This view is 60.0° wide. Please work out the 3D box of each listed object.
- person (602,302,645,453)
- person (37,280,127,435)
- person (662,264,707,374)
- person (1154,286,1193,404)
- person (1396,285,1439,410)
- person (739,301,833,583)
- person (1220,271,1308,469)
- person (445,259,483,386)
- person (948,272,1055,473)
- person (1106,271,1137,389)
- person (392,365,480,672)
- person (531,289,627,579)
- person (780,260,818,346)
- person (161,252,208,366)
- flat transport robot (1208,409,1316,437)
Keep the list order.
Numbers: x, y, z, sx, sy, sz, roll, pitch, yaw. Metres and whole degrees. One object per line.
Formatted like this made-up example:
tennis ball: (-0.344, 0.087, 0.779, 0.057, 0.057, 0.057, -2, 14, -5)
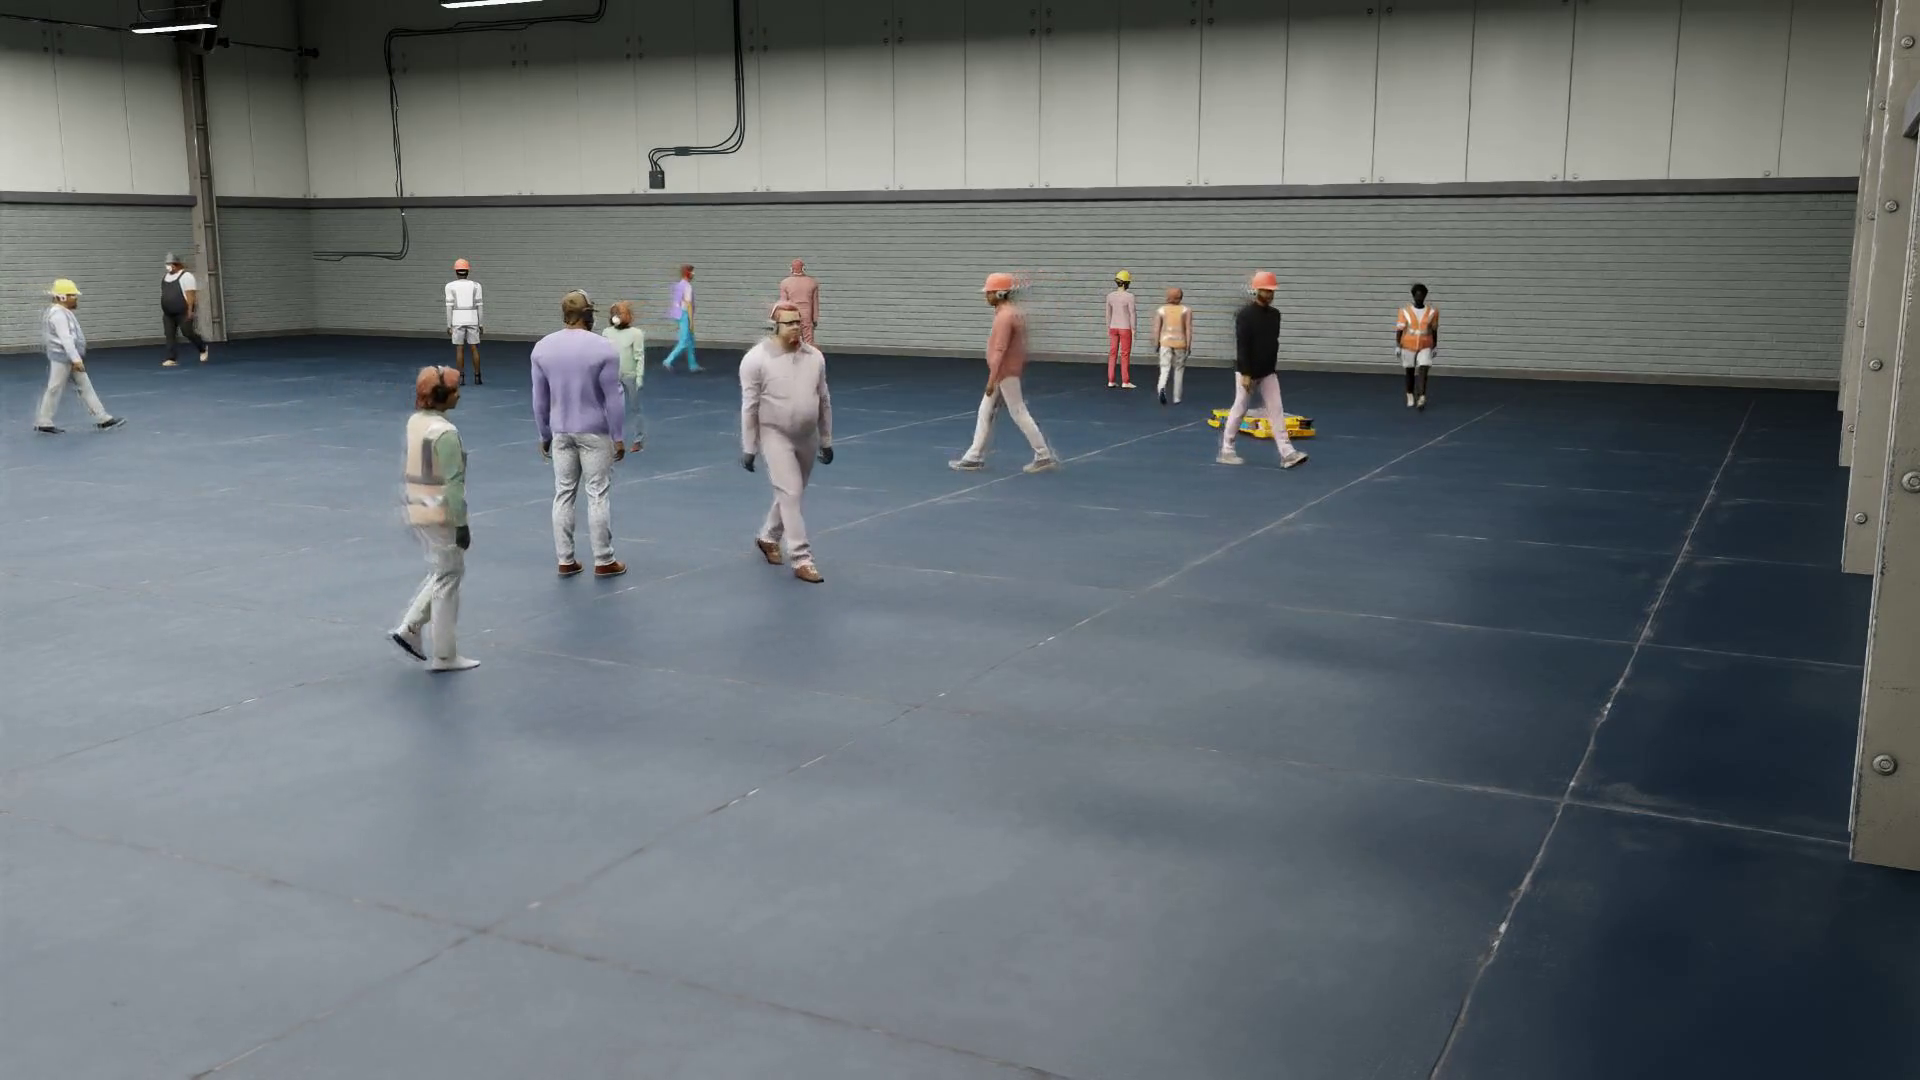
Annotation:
person: (-3.552, -1.677, 17.387, 0.523, 1.585, 0.825, 3, 11, 17)
person: (-10.244, -2.100, 19.191, 0.941, 1.782, 0.589, -3, 11, -17)
person: (-4.606, -3.670, 27.687, 0.671, 1.849, 0.574, -4, 11, -22)
person: (2.884, -2.636, 22.574, 0.521, 1.620, 0.677, 3, 11, 16)
person: (6.047, -2.554, 22.033, 0.547, 1.643, 0.886, 2, 11, 13)
person: (-1.181, -0.694, 11.305, 0.650, 1.868, 0.944, -8, 13, -38)
person: (2.980, -1.672, 16.437, 0.651, 1.933, 1.040, -7, 13, -34)
person: (-7.604, -3.339, 25.535, 0.553, 1.934, 0.363, -5, 11, -24)
person: (0.447, -1.613, 16.110, 1.031, 1.946, 0.621, 0, 10, -1)
person: (2.439, -3.163, 25.041, 0.533, 1.768, 0.311, 9, 14, 40)
person: (-2.732, -0.103, 8.737, 0.383, 1.622, 0.536, -8, 13, -36)
person: (-2.540, -0.700, 11.142, 0.633, 1.936, 0.355, 2, 11, 12)
person: (-2.623, -3.595, 27.034, 0.642, 1.902, 0.399, -4, 11, -21)
person: (-13.789, -4.107, 29.440, 0.688, 2.000, 0.796, 3, 11, 14)
flat transport robot: (3.499, -1.375, 19.371, 0.652, 0.197, 1.431, -3, 11, -18)
